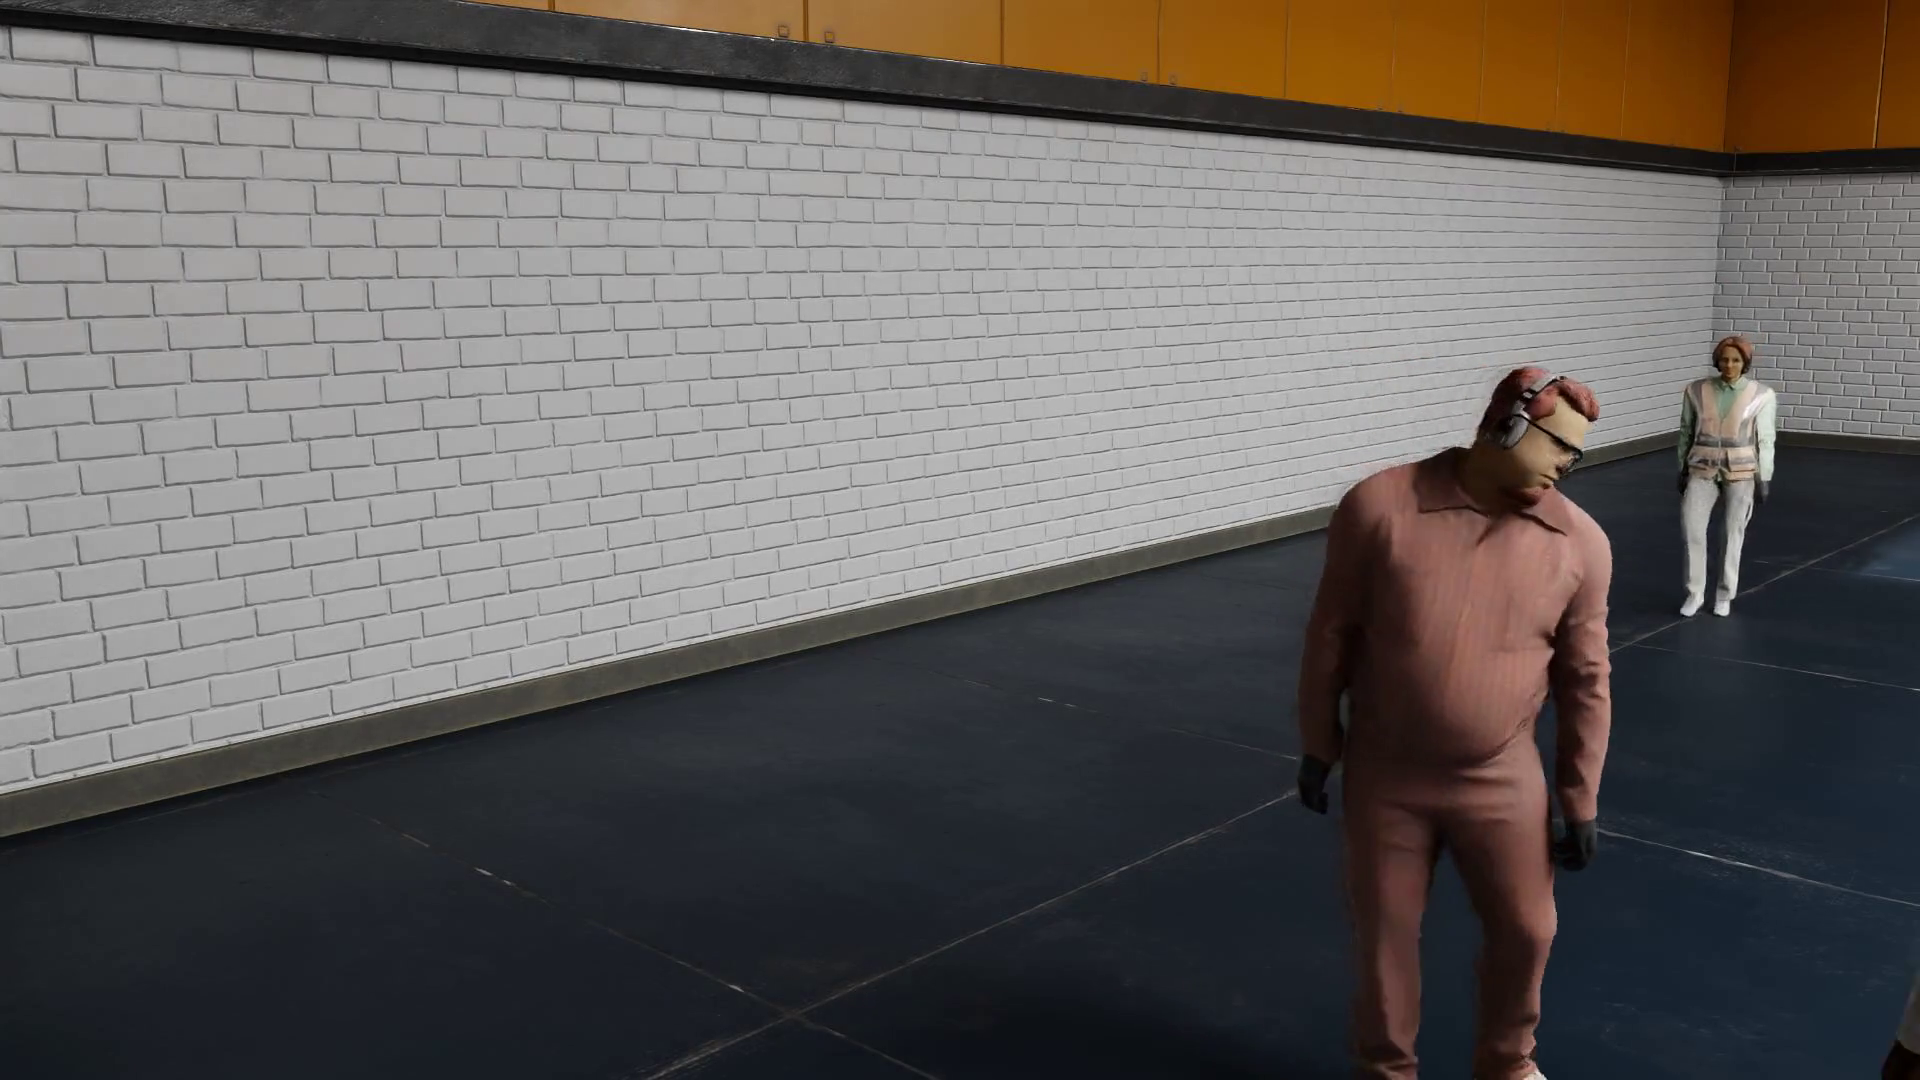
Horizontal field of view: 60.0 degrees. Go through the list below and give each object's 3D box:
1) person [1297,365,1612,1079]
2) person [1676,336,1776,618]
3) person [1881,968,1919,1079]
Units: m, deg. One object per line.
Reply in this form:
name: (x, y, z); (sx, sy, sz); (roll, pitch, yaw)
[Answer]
person: (1.153, 0.532, 3.861); (0.738, 1.873, 0.429); (2, 10, 11)
person: (4.352, -0.345, 9.509); (0.538, 1.618, 0.561); (7, 12, 34)
person: (1.471, 0.748, 2.198); (0.871, 2.003, 0.707); (0, 10, -3)
